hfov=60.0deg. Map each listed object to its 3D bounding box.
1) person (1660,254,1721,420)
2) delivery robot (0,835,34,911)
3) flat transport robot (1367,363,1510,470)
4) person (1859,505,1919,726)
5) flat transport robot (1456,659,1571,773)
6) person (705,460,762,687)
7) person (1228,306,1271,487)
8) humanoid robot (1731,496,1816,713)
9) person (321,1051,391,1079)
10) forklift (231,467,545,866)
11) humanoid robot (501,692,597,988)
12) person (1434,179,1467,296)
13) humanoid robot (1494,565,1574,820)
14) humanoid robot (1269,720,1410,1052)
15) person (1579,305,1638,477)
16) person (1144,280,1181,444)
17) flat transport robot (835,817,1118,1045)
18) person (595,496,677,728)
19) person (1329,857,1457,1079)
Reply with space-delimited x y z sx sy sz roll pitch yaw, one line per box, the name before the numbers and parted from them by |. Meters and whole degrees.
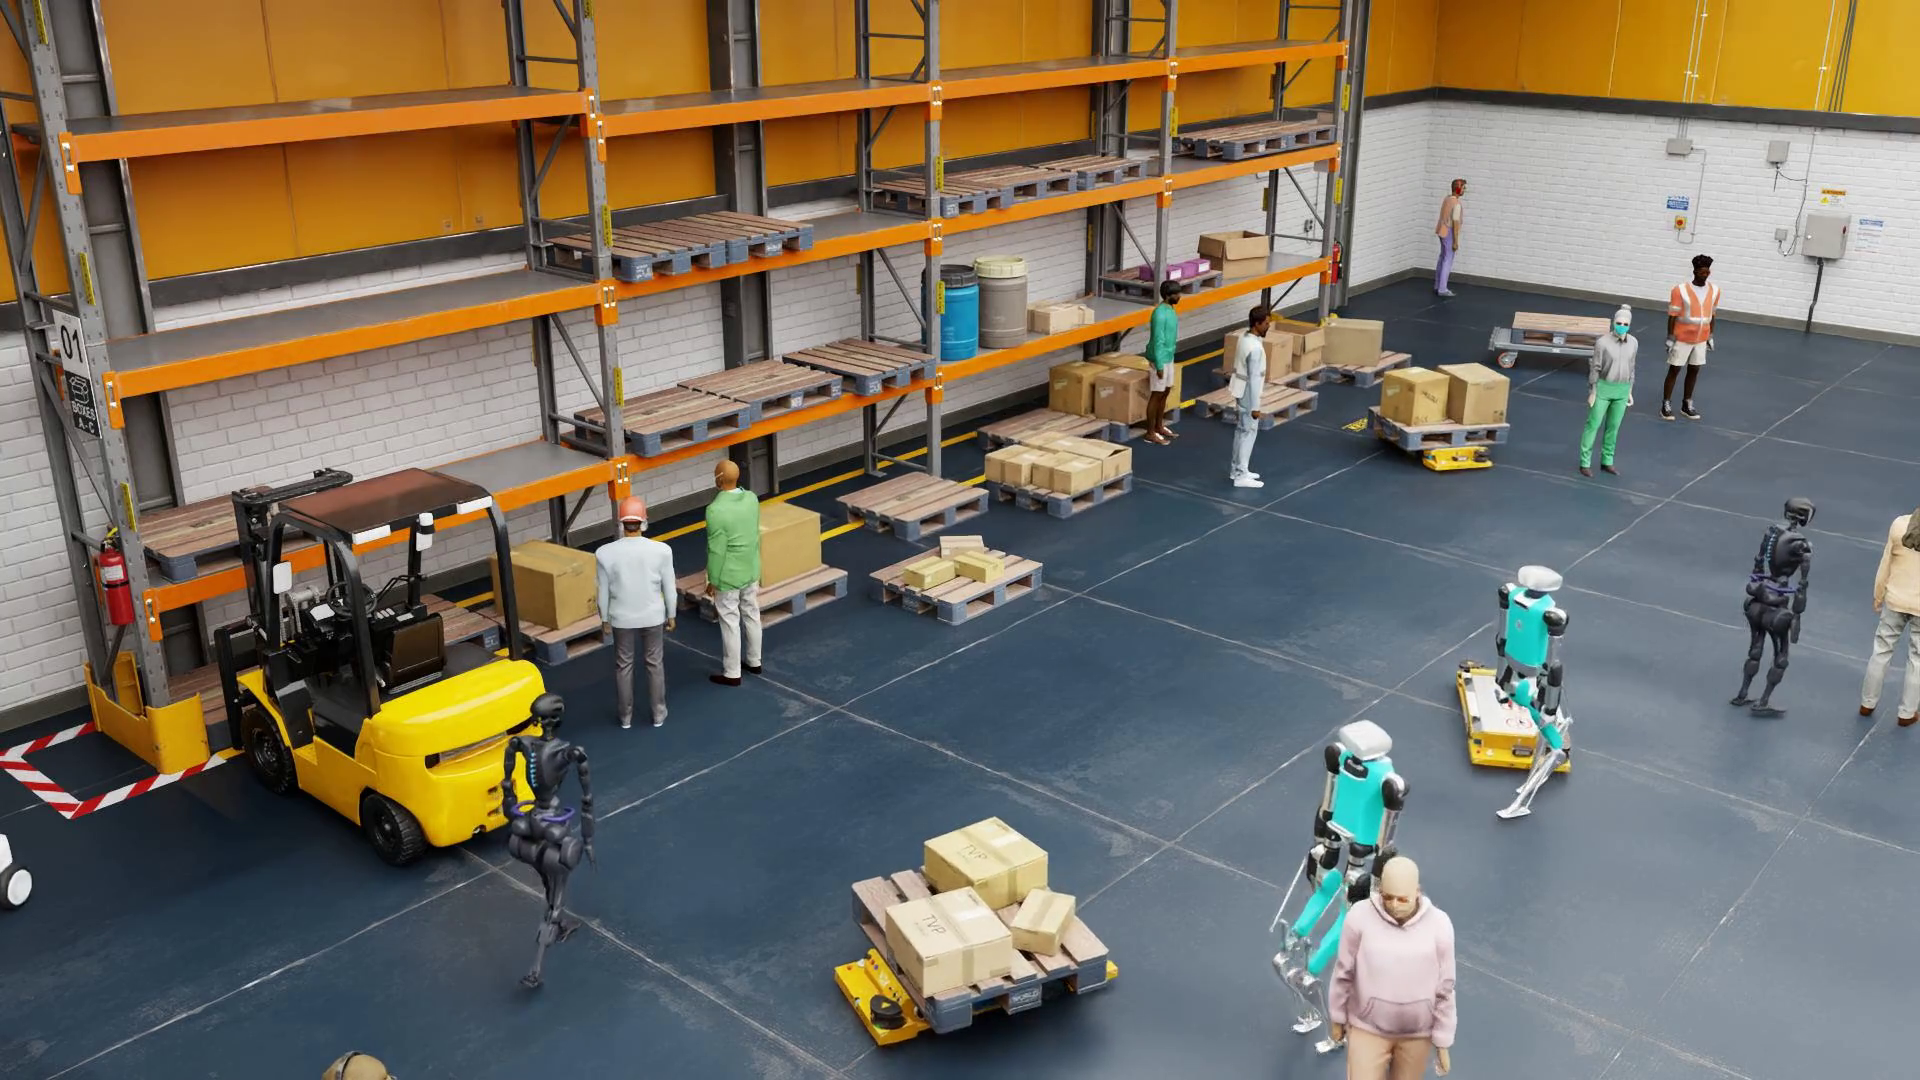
person | 8.602 -2.390 19.577 0.612 1.964 0.361 -3 20 -8
delivery robot | -5.850 2.015 9.699 0.515 0.609 0.781 3 20 8
flat transport robot | 5.260 -1.071 18.453 0.659 0.231 1.431 -4 21 -11
person | 6.903 0.457 12.019 0.562 1.868 0.399 15 25 36
flat transport robot | 4.010 1.271 12.107 0.659 0.231 1.431 4 21 11
person | -1.729 0.247 12.697 0.384 1.783 0.543 13 24 32
person | 2.986 -1.483 17.210 0.399 1.909 0.597 -1 20 -3
humanoid robot | 6.014 0.462 12.278 0.324 1.644 0.614 -3 21 -9
person | -2.048 2.660 5.937 0.372 1.940 0.630 2 20 4
forklift | -3.730 0.710 10.856 2.313 2.155 1.214 17 26 38
humanoid robot | -2.321 1.639 9.159 0.593 1.629 0.774 6 21 16
person | 7.699 -4.762 26.199 0.388 1.837 0.557 -1 20 -3
humanoid robot | 3.852 0.953 10.823 0.845 1.757 0.561 -10 23 -26
humanoid robot | 1.856 1.806 8.518 0.673 1.784 0.536 -11 23 -27
person | 6.877 -1.581 17.565 0.510 1.842 0.344 -3 21 -9
person | 2.271 -2.016 18.749 0.394 1.842 0.502 9 22 24
flat transport robot | 0.088 2.352 9.179 1.431 0.231 0.659 -9 22 -23
person | -2.324 0.525 12.009 0.572 1.738 0.351 -4 21 -11
person | 1.925 2.189 7.454 0.525 1.764 0.480 1 20 4
